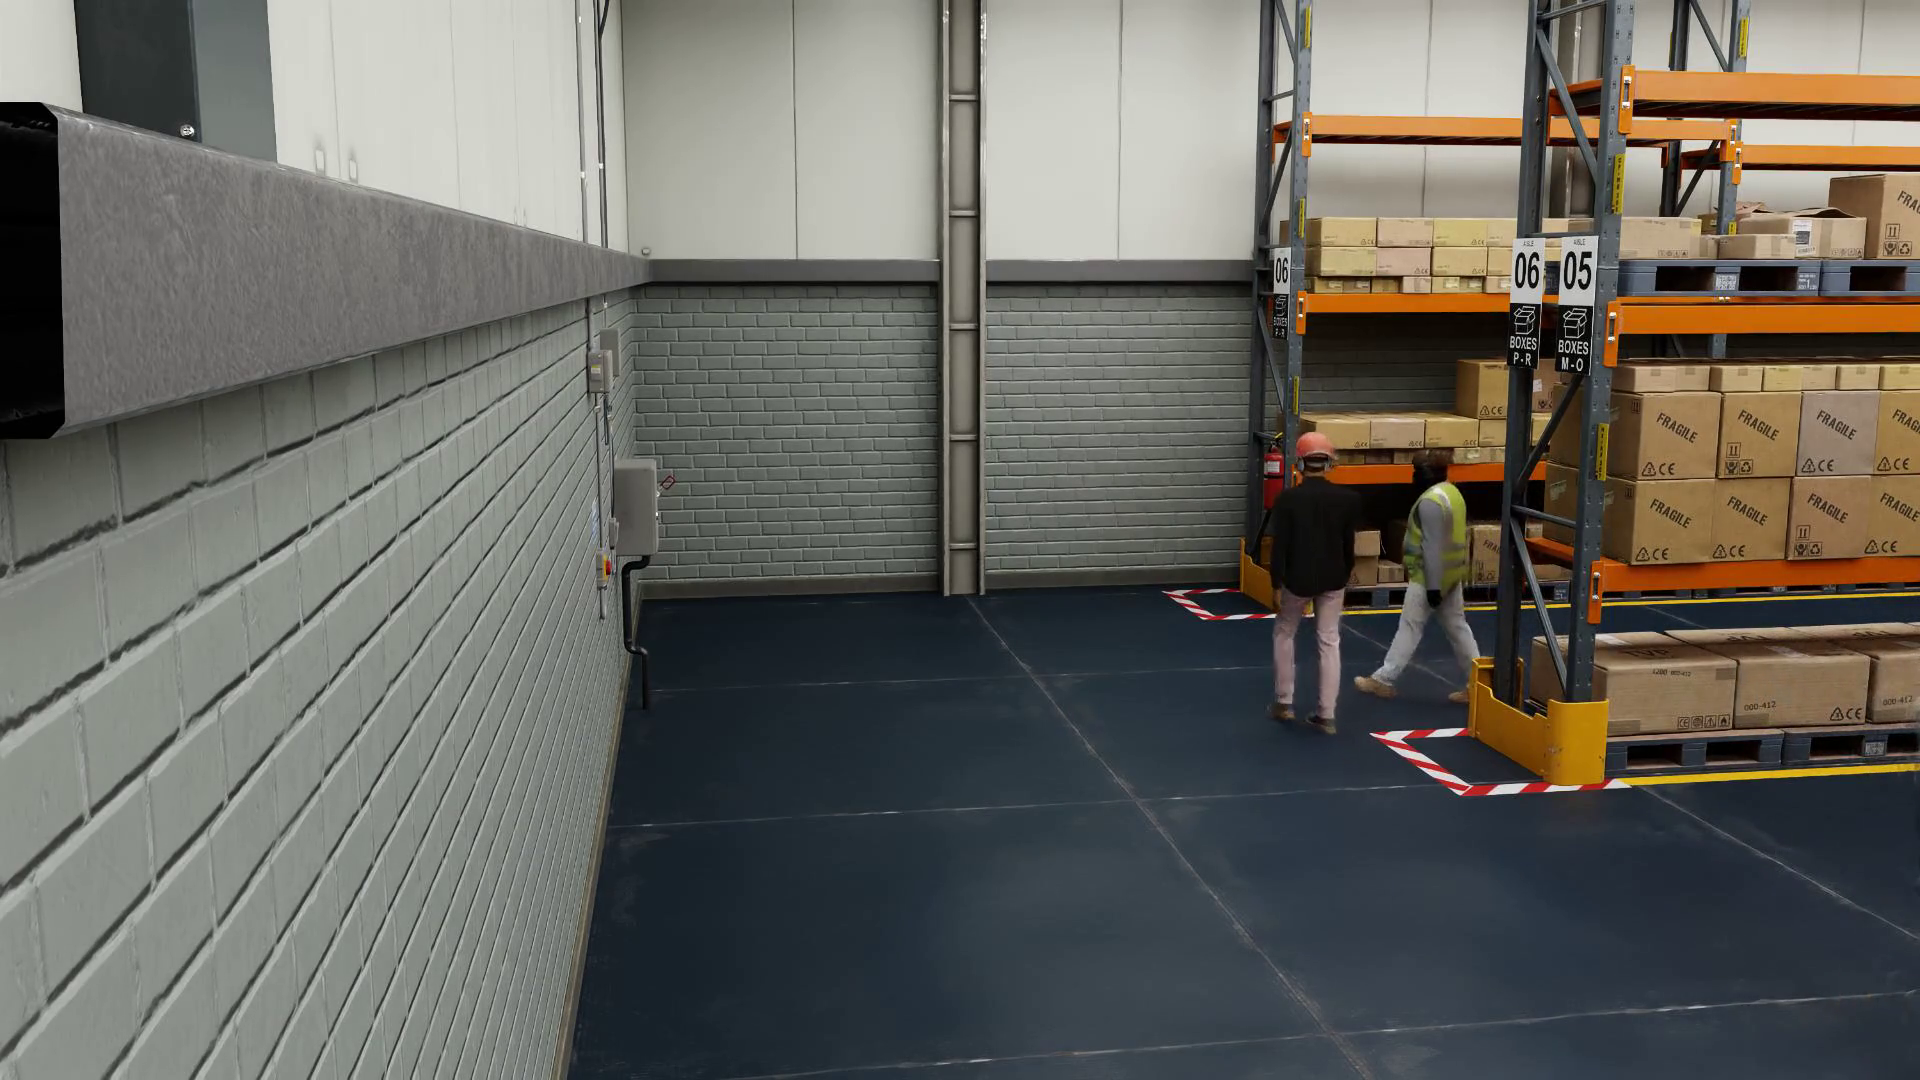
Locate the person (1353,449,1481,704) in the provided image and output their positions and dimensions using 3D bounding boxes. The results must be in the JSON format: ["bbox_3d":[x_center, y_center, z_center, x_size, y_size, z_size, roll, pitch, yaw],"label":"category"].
[{"bbox_3d":[3.325,0.259,11.690,0.951,1.796,0.634,7,11,36],"label":"person"}]

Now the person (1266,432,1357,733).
[{"bbox_3d":[2.329,0.266,11.087,0.636,1.964,0.739,-1,9,-8],"label":"person"}]
